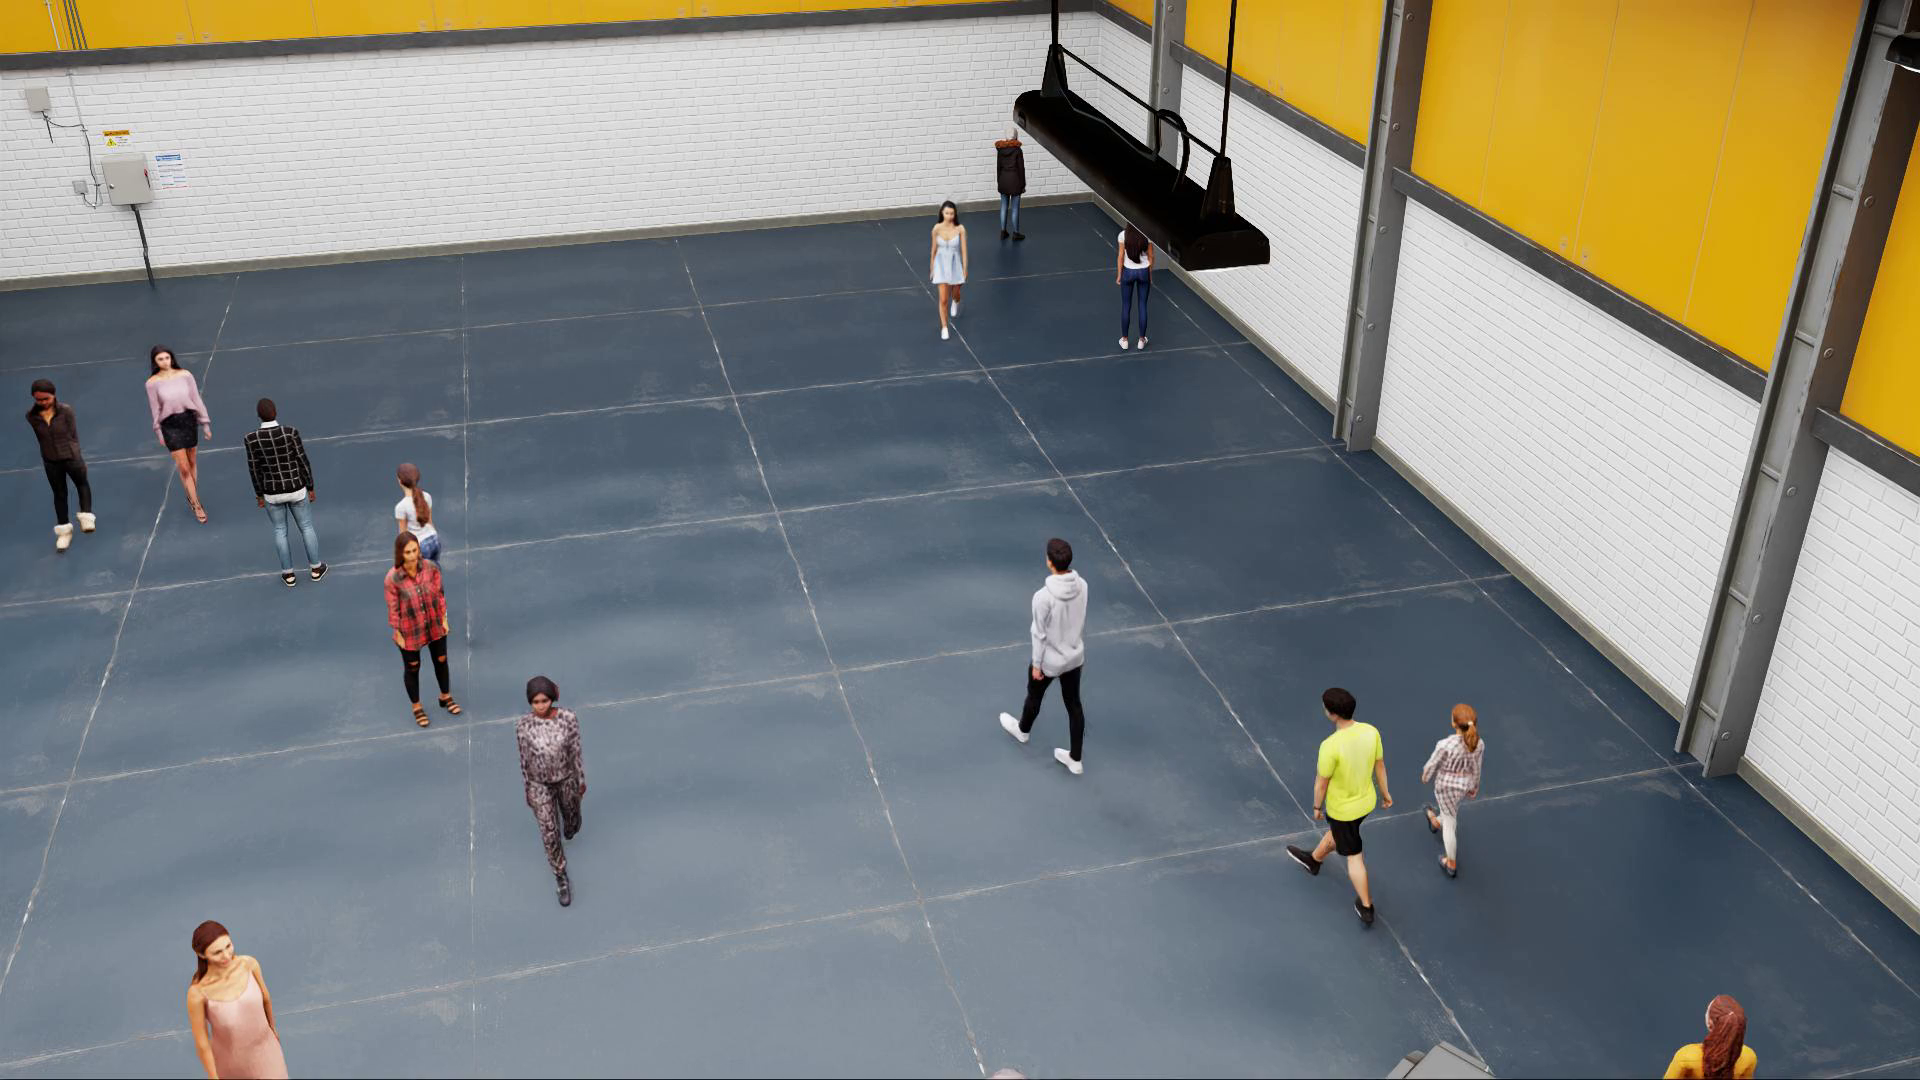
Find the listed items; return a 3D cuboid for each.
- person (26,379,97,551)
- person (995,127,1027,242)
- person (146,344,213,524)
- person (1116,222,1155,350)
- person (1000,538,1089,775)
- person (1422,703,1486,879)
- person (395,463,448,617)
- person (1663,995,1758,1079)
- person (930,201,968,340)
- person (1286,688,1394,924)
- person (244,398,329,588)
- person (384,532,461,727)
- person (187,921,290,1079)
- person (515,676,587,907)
[{"bbox_3d":[-8.456,-0.692,15.640,0.721,1.659,0.604,-7,29,-13],"label":"person"},{"bbox_3d":[0.725,-5.090,23.729,0.743,1.633,0.805,16,32,27],"label":"person"},{"bbox_3d":[-7.621,-1.077,16.206,0.815,1.793,0.895,-23,36,-35],"label":"person"},{"bbox_3d":[2.119,-3.166,20.054,0.652,1.774,0.620,2,29,4],"label":"person"},{"bbox_3d":[0.804,0.917,12.445,0.961,1.893,1.185,-19,34,-31],"label":"person"},{"bbox_3d":[3.449,1.760,11.546,0.542,1.273,0.892,-6,29,-11],"label":"person"},{"bbox_3d":[-4.588,0.083,14.340,0.786,1.543,0.717,17,33,28],"label":"person"},{"bbox_3d":[3.819,3.130,8.582,0.706,1.706,1.189,-3,29,-5],"label":"person"},{"bbox_3d":[-0.137,-3.372,20.498,0.772,1.710,1.007,2,29,3],"label":"person"},{"bbox_3d":[2.664,1.792,11.109,0.897,1.637,1.162,-13,31,-23],"label":"person"},{"bbox_3d":[-6.100,-0.441,15.010,0.680,1.821,0.583,-11,30,-19],"label":"person"},{"bbox_3d":[-4.245,0.681,13.080,0.690,1.699,0.677,-20,34,-32],"label":"person"},{"bbox_3d":[-3.982,2.793,9.123,1.183,1.780,0.994,24,36,36],"label":"person"},{"bbox_3d":[-2.765,1.631,11.340,0.561,1.699,0.948,-7,29,-12],"label":"person"}]
